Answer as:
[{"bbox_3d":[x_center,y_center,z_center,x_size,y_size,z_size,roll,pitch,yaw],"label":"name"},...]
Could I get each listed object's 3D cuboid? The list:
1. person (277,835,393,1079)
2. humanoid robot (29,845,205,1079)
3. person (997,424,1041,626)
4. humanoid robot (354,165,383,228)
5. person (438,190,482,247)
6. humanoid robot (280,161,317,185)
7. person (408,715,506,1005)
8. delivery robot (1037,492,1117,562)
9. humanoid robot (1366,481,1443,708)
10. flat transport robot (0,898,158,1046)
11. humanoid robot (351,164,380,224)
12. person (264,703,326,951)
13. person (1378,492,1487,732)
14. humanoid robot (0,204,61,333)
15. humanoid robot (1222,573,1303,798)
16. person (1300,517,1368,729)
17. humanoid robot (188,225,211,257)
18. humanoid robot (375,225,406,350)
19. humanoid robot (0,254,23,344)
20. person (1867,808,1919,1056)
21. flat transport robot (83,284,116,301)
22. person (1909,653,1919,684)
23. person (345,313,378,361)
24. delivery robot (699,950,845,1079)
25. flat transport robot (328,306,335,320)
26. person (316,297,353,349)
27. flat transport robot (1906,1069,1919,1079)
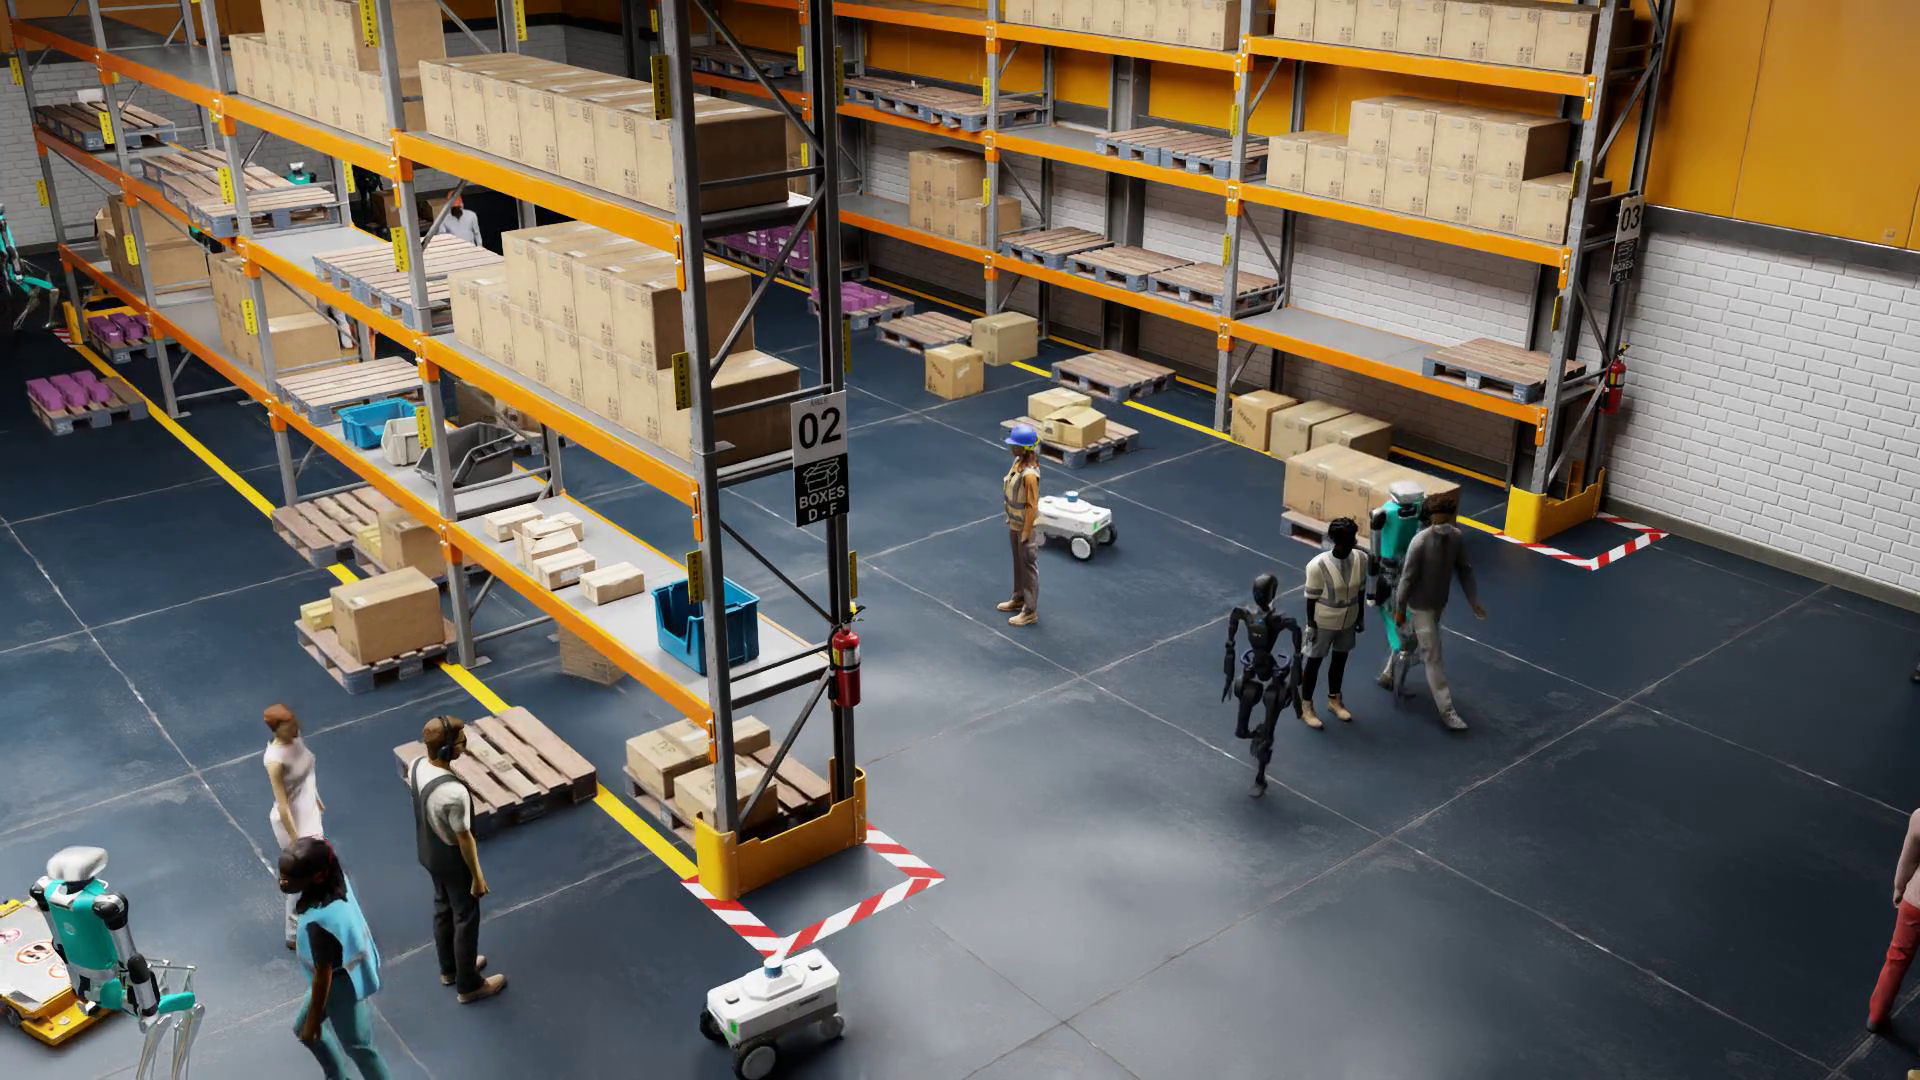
[{"bbox_3d":[-3.225,2.274,8.388,0.678,1.843,0.535,-7,24,-15],"label":"person"},{"bbox_3d":[-4.212,2.194,8.547,0.533,1.674,0.735,8,25,18],"label":"humanoid robot"},{"bbox_3d":[0.516,-0.142,14.066,0.305,1.780,0.462,-6,24,-14],"label":"person"},{"bbox_3d":[-9.965,-6.082,27.932,0.599,1.657,0.315,15,27,30],"label":"humanoid robot"},{"bbox_3d":[-6.897,-3.982,23.013,0.580,1.732,0.427,-8,25,-18],"label":"person"},{"bbox_3d":[-10.021,-4.887,25.140,0.543,1.773,0.966,-17,29,-35],"label":"humanoid robot"},{"bbox_3d":[-2.881,1.819,9.461,0.518,1.835,0.354,20,30,38],"label":"person"},{"bbox_3d":[1.059,-0.167,15.648,0.769,0.577,0.499,14,27,30],"label":"delivery robot"},{"bbox_3d":[3.455,0.508,12.767,0.546,1.896,0.723,-9,25,-20],"label":"humanoid robot"},{"bbox_3d":[-5.496,2.506,9.840,1.431,0.231,0.659,13,27,28],"label":"flat transport robot"},{"bbox_3d":[-10.112,-6.177,28.136,0.537,1.798,0.812,-2,23,-4],"label":"humanoid robot"},{"bbox_3d":[-3.976,1.694,9.986,0.331,1.646,0.476,-1,23,-3],"label":"person"},{"bbox_3d":[3.571,0.477,12.545,0.536,1.839,0.957,-16,28,-33],"label":"person"},{"bbox_3d":[-12.496,-3.654,22.286,0.887,1.781,0.582,-21,31,-40],"label":"humanoid robot"},{"bbox_3d":[2.167,0.962,11.655,0.600,1.641,0.576,13,26,27],"label":"humanoid robot"},{"bbox_3d":[2.795,0.603,12.448,0.533,1.693,0.320,-9,25,-21],"label":"person"},{"bbox_3d":[-10.789,-4.038,23.240,0.831,1.833,0.550,5,24,11],"label":"humanoid robot"},{"bbox_3d":[-7.248,-3.237,21.363,0.405,1.640,0.587,16,28,32],"label":"humanoid robot"},{"bbox_3d":[-12.631,-3.346,21.618,0.604,1.653,0.422,2,23,5],"label":"humanoid robot"},{"bbox_3d":[5.384,2.010,9.116,0.346,1.758,0.519,-18,29,-36],"label":"person"},{"bbox_3d":[-11.959,-3.708,24.230,1.431,0.231,0.659,-10,25,-23],"label":"flat transport robot"},{"bbox_3d":[7.816,0.264,12.948,0.548,1.927,0.390,13,27,28],"label":"person"},{"bbox_3d":[-7.161,-2.653,19.910,0.504,1.758,0.344,15,27,30],"label":"person"},{"bbox_3d":[-1.045,2.592,9.260,0.753,0.579,0.499,-15,27,-31],"label":"delivery robot"},{"bbox_3d":[-8.321,-3.179,23.004,1.431,0.231,0.659,4,24,10],"label":"flat transport robot"},{"bbox_3d":[-8.016,-3.178,20.998,0.662,1.847,0.957,-16,28,-32],"label":"person"},{"bbox_3d":[4.905,3.483,7.579,1.431,0.231,0.659,5,24,12],"label":"flat transport robot"}]
